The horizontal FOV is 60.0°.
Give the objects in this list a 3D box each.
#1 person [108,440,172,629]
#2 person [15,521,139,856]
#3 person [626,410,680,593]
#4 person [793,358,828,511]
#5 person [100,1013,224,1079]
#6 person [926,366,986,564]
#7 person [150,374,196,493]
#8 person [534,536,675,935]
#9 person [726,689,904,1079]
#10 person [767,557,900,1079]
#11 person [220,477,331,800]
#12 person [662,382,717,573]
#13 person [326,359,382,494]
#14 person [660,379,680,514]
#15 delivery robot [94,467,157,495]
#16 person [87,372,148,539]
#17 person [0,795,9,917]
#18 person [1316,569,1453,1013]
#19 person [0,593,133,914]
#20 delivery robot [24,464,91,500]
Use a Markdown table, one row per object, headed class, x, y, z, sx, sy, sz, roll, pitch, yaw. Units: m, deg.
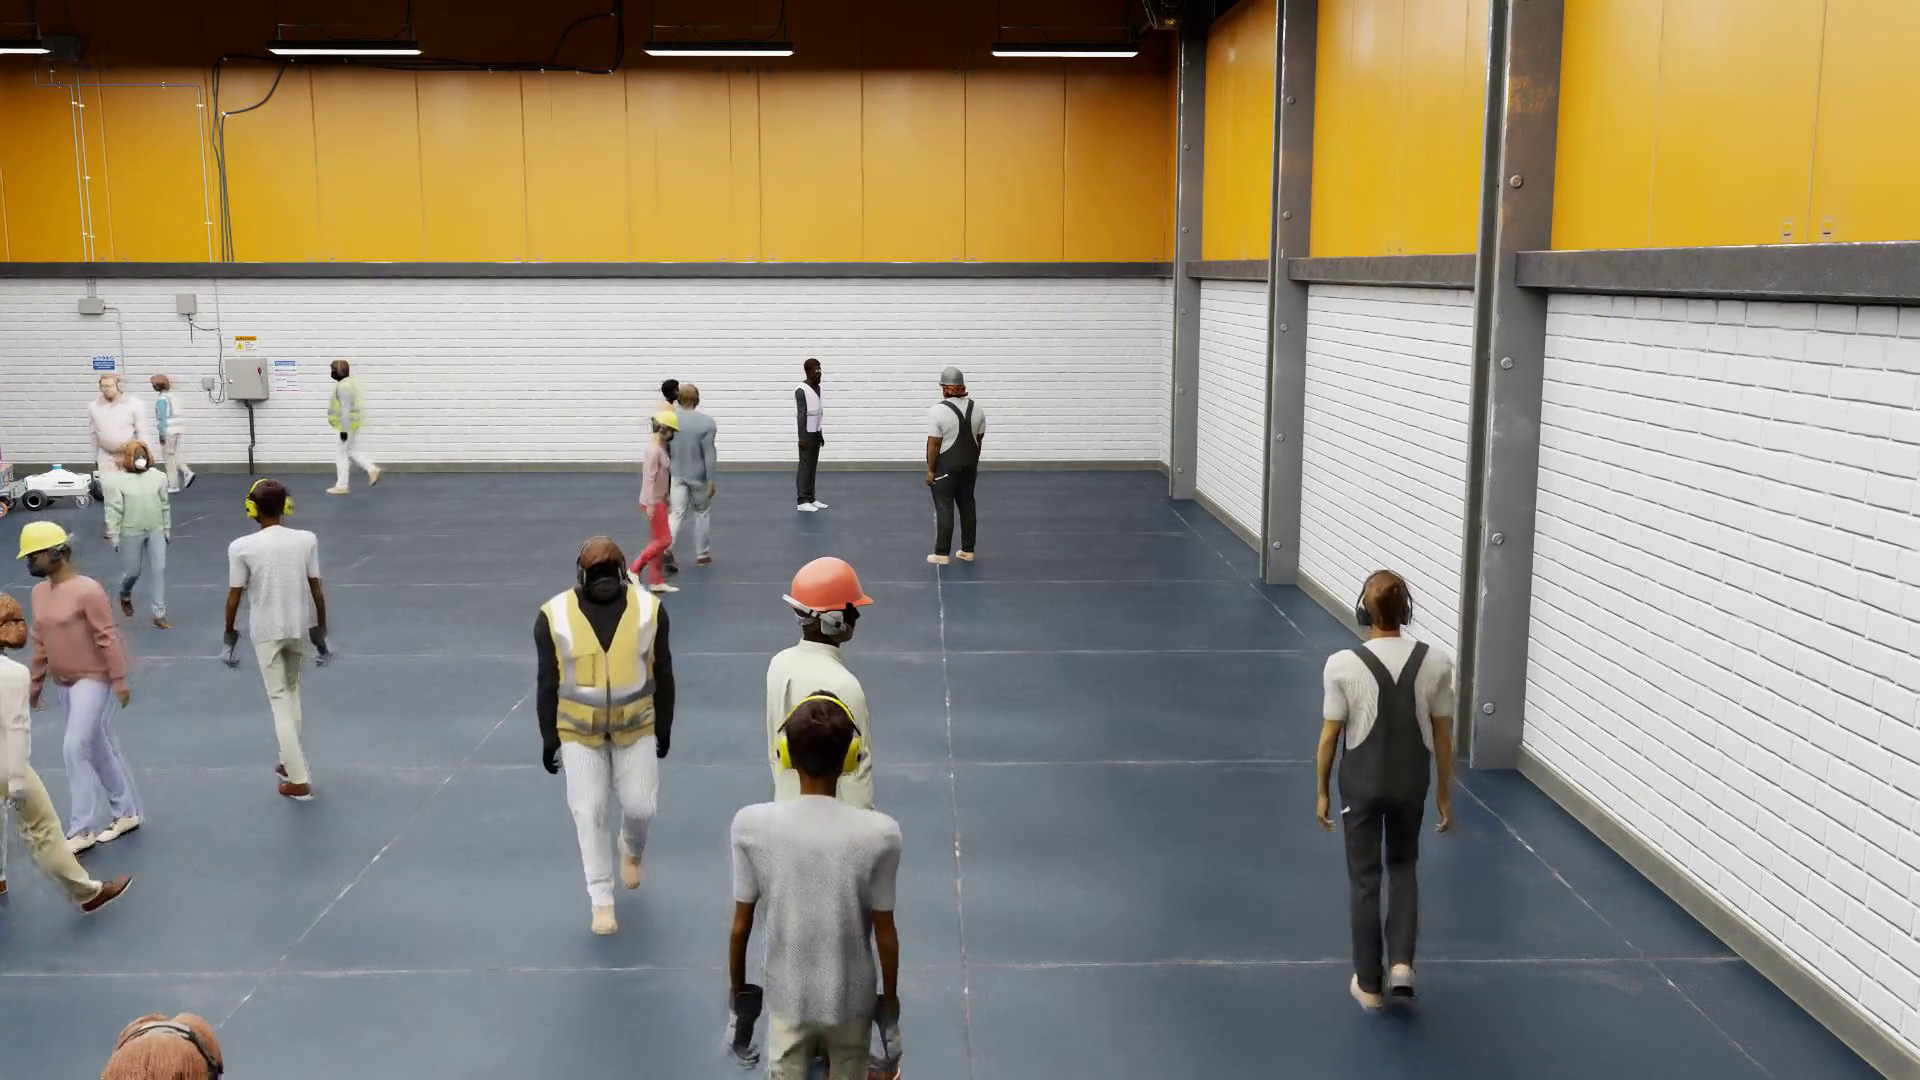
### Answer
| class | x | y | z | sx | sy | sz | roll | pitch | yaw |
| --- | --- | --- | --- | --- | --- | --- | --- | --- | --- |
| person | -6.973 | -0.063 | 14.128 | 0.664 | 1.608 | 0.504 | 9 | 13 | 44 |
| person | -4.667 | 0.770 | 8.643 | 0.548 | 1.722 | 0.745 | 5 | 10 | 27 |
| person | -2.841 | -0.341 | 15.443 | 0.509 | 1.728 | 0.564 | -1 | 9 | -5 |
| person | -1.895 | -1.330 | 20.951 | 0.395 | 1.919 | 0.590 | 3 | 10 | 19 |
| person | -1.499 | 1.709 | 3.213 | 0.539 | 1.624 | 0.383 | -3 | 10 | -18 |
| person | -0.106 | -0.775 | 17.179 | 0.684 | 2.000 | 0.538 | -7 | 12 | -37 |
| person | -10.698 | -1.444 | 22.538 | 0.413 | 1.622 | 0.581 | -1 | 9 | -8 |
| person | -1.644 | 0.872 | 7.728 | 0.633 | 1.826 | 0.538 | -3 | 10 | -16 |
| person | -0.417 | 1.353 | 4.736 | 0.521 | 1.851 | 0.721 | 1 | 9 | 4 |
| person | -0.489 | 1.050 | 6.129 | 0.375 | 1.995 | 0.611 | -7 | 11 | -35 |
| person | -3.994 | 0.556 | 9.609 | 0.760 | 1.842 | 0.546 | 9 | 13 | 43 |
| person | -2.751 | -0.625 | 16.674 | 0.637 | 1.914 | 0.891 | 2 | 10 | 13 |
| person | -8.260 | -1.536 | 22.520 | 0.632 | 1.827 | 0.631 | -2 | 9 | -12 |
| person | -3.510 | -1.142 | 20.486 | 0.434 | 1.682 | 0.552 | -1 | 9 | -7 |
| delivery robot | -10.895 | -0.822 | 21.724 | 0.477 | 0.478 | 0.707 | 8 | 12 | 42 |
| person | -9.569 | -0.988 | 18.977 | 0.644 | 1.881 | 0.764 | -2 | 9 | -10 |
| person | -4.674 | 0.819 | 7.718 | 0.379 | 1.940 | 0.629 | -3 | 10 | -18 |
| person | 1.722 | 1.023 | 6.782 | 0.547 | 1.832 | 0.402 | 0 | 9 | 0 |
| person | -4.267 | 1.022 | 7.527 | 0.503 | 1.586 | 0.842 | 4 | 10 | 24 |
| delivery robot | -11.412 | -0.713 | 21.052 | 0.707 | 0.478 | 0.477 | -2 | 9 | -15 |
